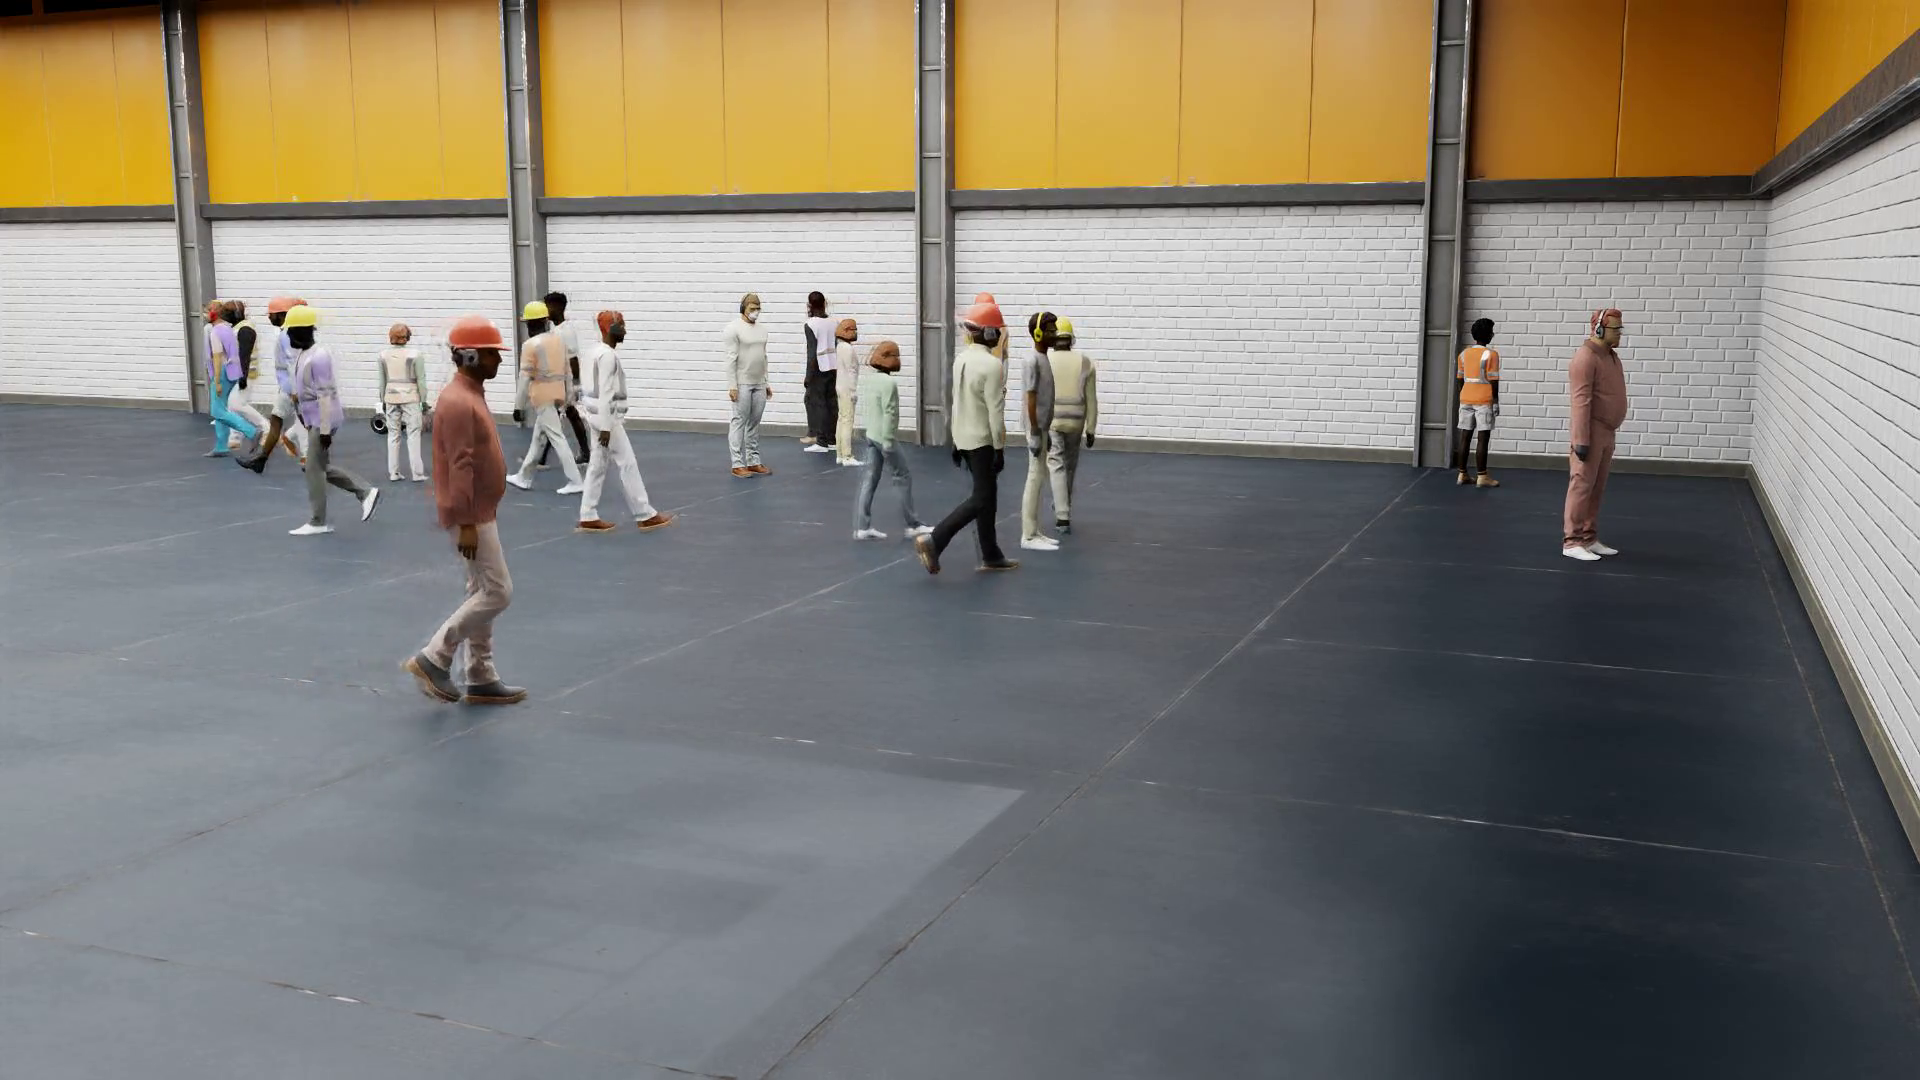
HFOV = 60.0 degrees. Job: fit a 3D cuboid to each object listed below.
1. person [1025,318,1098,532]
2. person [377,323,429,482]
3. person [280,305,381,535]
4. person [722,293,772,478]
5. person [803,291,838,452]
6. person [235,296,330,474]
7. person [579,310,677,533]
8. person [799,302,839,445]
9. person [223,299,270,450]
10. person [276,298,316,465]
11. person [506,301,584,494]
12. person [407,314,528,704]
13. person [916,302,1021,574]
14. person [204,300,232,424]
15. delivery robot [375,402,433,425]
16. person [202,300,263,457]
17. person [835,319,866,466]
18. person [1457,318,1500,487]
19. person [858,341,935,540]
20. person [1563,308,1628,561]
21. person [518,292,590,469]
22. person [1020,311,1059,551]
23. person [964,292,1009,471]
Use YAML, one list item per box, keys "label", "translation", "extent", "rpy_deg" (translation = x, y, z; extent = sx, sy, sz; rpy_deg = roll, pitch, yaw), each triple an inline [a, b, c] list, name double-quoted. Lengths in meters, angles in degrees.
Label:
- label: "person"
  translation: [0.846, -0.986, 14.123]
  extent: [0.589, 1.782, 0.946]
  rpy_deg: [-2, 10, -10]
- label: "person"
  translation: [-5.722, -1.402, 17.088]
  extent: [0.520, 1.633, 0.315]
  rpy_deg: [2, 10, 10]
- label: "person"
  translation: [-5.243, -1.000, 13.821]
  extent: [0.689, 1.906, 0.596]
  rpy_deg: [-6, 11, -33]
- label: "person"
  translation: [-2.221, -1.626, 17.524]
  extent: [0.371, 1.933, 0.627]
  rpy_deg: [6, 11, 34]
- label: "person"
  translation: [-1.654, -2.008, 19.887]
  extent: [0.386, 1.915, 0.590]
  rpy_deg: [5, 11, 28]
- label: "person"
  translation: [-7.228, -1.638, 17.719]
  extent: [0.986, 1.883, 0.573]
  rpy_deg: [-2, 10, -11]
- label: "person"
  translation: [-2.796, -0.976, 13.838]
  extent: [0.851, 1.847, 0.612]
  rpy_deg: [-3, 10, -19]
- label: "person"
  translation: [-1.733, -2.060, 20.525]
  extent: [0.699, 1.814, 0.576]
  rpy_deg: [7, 12, 36]
- label: "person"
  translation: [-8.606, -1.970, 19.926]
  extent: [0.574, 1.823, 0.637]
  rpy_deg: [-7, 12, -37]
- label: "person"
  translation: [-7.375, -1.747, 18.463]
  extent: [0.570, 1.870, 0.577]
  rpy_deg: [3, 10, 19]
- label: "person"
  translation: [-4.087, -1.374, 16.177]
  extent: [1.004, 1.867, 0.604]
  rpy_deg: [3, 10, 20]
- label: "person"
  translation: [-2.446, -0.129, 8.300]
  extent: [0.484, 1.979, 0.641]
  rpy_deg: [-1, 9, -9]
- label: "person"
  translation: [0.063, -0.706, 11.841]
  extent: [0.843, 1.971, 0.635]
  rpy_deg: [-5, 11, -27]
- label: "person"
  translation: [-10.342, -2.485, 23.303]
  extent: [0.296, 1.744, 0.488]
  rpy_deg: [7, 12, 36]
- label: "delivery robot"
  translation: [-7.353, -1.726, 22.009]
  extent: [0.707, 0.478, 0.477]
  rpy_deg: [2, 10, 11]
- label: "person"
  translation: [-8.453, -1.848, 19.183]
  extent: [0.641, 1.827, 0.573]
  rpy_deg: [-2, 9, -9]
- label: "person"
  translation: [-1.244, -1.645, 18.540]
  extent: [0.284, 1.633, 0.497]
  rpy_deg: [-3, 10, -19]
- label: "person"
  translation: [5.226, -1.378, 16.735]
  extent: [0.318, 1.697, 0.533]
  rpy_deg: [-5, 11, -27]
- label: "person"
  translation: [-0.511, -0.805, 13.494]
  extent: [0.752, 1.601, 0.532]
  rpy_deg: [-4, 10, -22]
- label: "person"
  translation: [4.831, -0.796, 12.604]
  extent: [0.399, 1.902, 0.647]
  rpy_deg: [8, 12, 39]
- label: "person"
  translation: [-4.460, -1.731, 18.143]
  extent: [0.927, 1.928, 0.639]
  rpy_deg: [-4, 10, -24]
- label: "person"
  translation: [0.631, -0.854, 13.044]
  extent: [0.312, 1.869, 0.529]
  rpy_deg: [2, 10, 10]
- label: "person"
  translation: [0.262, -1.707, 18.000]
  extent: [0.552, 1.935, 0.368]
  rpy_deg: [-6, 11, -31]
